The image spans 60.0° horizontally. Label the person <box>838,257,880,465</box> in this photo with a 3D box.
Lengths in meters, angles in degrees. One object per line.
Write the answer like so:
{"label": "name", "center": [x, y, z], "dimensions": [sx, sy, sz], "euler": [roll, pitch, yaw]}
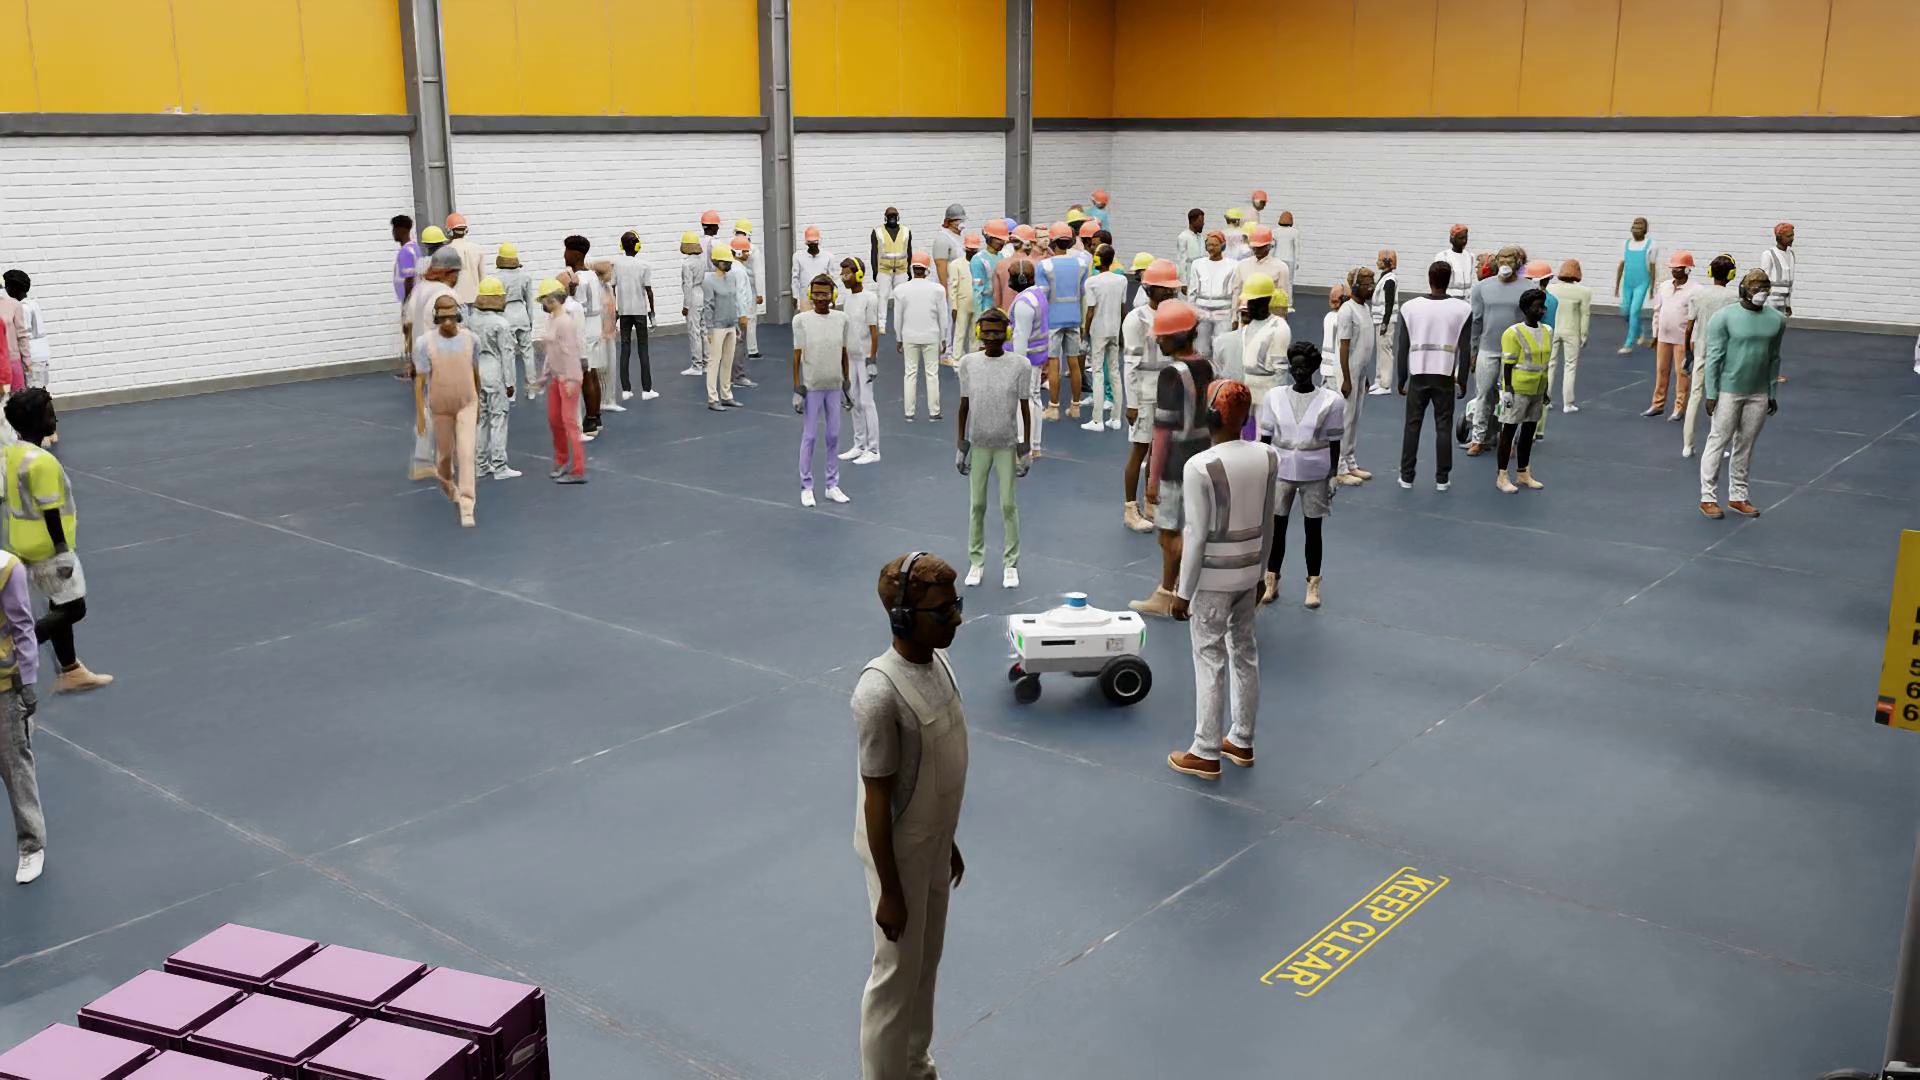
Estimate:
{"label": "person", "center": [-0.923, -1.616, 15.021], "dimensions": [0.344, 1.857, 0.525], "euler": [-11, 18, -37]}

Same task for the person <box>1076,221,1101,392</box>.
{"label": "person", "center": [1.470, -2.669, 19.044], "dimensions": [0.362, 1.939, 0.543], "euler": [1, 14, 2]}

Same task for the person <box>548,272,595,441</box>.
{"label": "person", "center": [-3.779, -1.759, 16.037], "dimensions": [0.521, 1.632, 0.314], "euler": [11, 18, 38]}

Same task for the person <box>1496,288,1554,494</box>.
{"label": "person", "center": [4.704, -1.240, 13.828], "dimensions": [0.536, 1.697, 0.318], "euler": [-8, 16, -28]}

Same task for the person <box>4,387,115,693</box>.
{"label": "person", "center": [-4.846, 0.038, 8.726], "dimensions": [0.542, 1.685, 0.546], "euler": [-12, 18, -40]}

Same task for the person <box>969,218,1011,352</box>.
{"label": "person", "center": [0.363, -2.417, 17.844], "dimensions": [0.382, 2.037, 0.606], "euler": [9, 17, 32]}

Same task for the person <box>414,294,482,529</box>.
{"label": "person", "center": [-3.960, -1.036, 12.873], "dimensions": [0.529, 1.788, 0.948], "euler": [-6, 15, -22]}

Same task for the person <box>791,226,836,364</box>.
{"label": "person", "center": [-1.864, -3.125, 21.244], "dimensions": [0.573, 1.749, 0.343], "euler": [-2, 14, -6]}

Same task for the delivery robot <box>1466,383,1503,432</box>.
{"label": "delivery robot", "center": [5.157, -1.278, 16.103], "dimensions": [0.477, 0.478, 0.707], "euler": [9, 16, 31]}

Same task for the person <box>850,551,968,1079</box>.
{"label": "person", "center": [-0.123, 0.930, 4.854], "dimensions": [0.346, 1.846, 0.506], "euler": [5, 15, 18]}

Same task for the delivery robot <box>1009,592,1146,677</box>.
{"label": "delivery robot", "center": [0.622, 0.524, 8.902], "dimensions": [0.707, 0.478, 0.477], "euler": [-1, 14, -5]}

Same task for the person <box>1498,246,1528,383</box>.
{"label": "person", "center": [6.486, -2.623, 19.499], "dimensions": [0.453, 1.619, 0.545], "euler": [-13, 19, -41]}

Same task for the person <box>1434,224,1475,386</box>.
{"label": "person", "center": [5.746, -2.721, 19.366], "dimensions": [0.587, 1.882, 0.342], "euler": [-7, 16, -27]}

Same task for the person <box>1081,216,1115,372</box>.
{"label": "person", "center": [1.634, -3.036, 20.579], "dimensions": [0.403, 1.906, 0.651], "euler": [-6, 15, -23]}

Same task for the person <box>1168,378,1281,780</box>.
{"label": "person", "center": [1.224, 0.183, 7.761], "dimensions": [0.583, 1.882, 0.350], "euler": [-11, 18, -37]}

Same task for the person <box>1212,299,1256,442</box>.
{"label": "person", "center": [2.232, -1.052, 12.997], "dimensions": [0.570, 1.737, 0.353], "euler": [8, 16, 29]}

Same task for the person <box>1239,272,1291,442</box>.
{"label": "person", "center": [2.293, -1.102, 12.835], "dimensions": [0.399, 1.917, 0.593], "euler": [-6, 15, -23]}

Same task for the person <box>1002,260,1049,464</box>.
{"label": "person", "center": [0.577, -1.604, 15.011], "dimensions": [0.429, 1.837, 0.624], "euler": [4, 15, 15]}

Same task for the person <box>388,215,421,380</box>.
{"label": "person", "center": [-6.648, -2.906, 19.965], "dimensions": [0.443, 1.956, 0.668], "euler": [-2, 14, -7]}

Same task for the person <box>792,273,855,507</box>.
{"label": "person", "center": [-1.094, -1.205, 13.349], "dimensions": [0.523, 1.863, 0.317], "euler": [-7, 16, -27]}

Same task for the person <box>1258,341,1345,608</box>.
{"label": "person", "center": [2.139, -0.412, 10.519], "dimensions": [0.541, 1.696, 0.315], "euler": [5, 15, 20]}

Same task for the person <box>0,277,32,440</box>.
{"label": "person", "center": [-8.855, -1.651, 15.343], "dimensions": [0.525, 1.760, 0.341], "euler": [-11, 18, -38]}

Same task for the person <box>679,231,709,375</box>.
{"label": "person", "center": [-3.274, -2.899, 20.364], "dimensions": [0.295, 1.744, 0.489], "euler": [4, 15, 15]}

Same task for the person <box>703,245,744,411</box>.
{"label": "person", "center": [-2.526, -2.271, 17.811], "dimensions": [0.323, 1.765, 0.534], "euler": [8, 16, 29]}

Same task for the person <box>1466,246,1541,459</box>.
{"label": "person", "center": [4.958, -1.715, 15.236], "dimensions": [0.636, 1.939, 0.364], "euler": [6, 15, 22]}

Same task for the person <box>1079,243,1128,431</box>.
{"label": "person", "center": [1.424, -2.016, 16.586], "dimensions": [0.520, 1.868, 0.328], "euler": [-8, 16, -28]}

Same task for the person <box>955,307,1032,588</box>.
{"label": "person", "center": [0.222, -0.606, 10.962], "dimensions": [0.512, 1.863, 0.327], "euler": [3, 14, 11]}

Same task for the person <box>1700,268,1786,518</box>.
{"label": "person", "center": [6.068, -1.134, 12.911], "dimensions": [0.631, 1.940, 0.372], "euler": [-2, 14, -10]}

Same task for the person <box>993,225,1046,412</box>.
{"label": "person", "center": [0.646, -2.307, 17.504], "dimensions": [0.608, 1.987, 0.391], "euler": [9, 17, 33]}

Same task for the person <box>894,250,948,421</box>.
{"label": "person", "center": [-0.398, -2.091, 17.112], "dimensions": [0.563, 1.752, 0.327], "euler": [1, 14, 5]}

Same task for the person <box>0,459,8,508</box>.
{"label": "person", "center": [-7.870, -1.143, 13.166], "dimensions": [0.600, 1.828, 0.404], "euler": [12, 18, 39]}

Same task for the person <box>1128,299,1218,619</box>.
{"label": "person", "center": [1.388, -0.433, 9.974], "dimensions": [0.822, 2.016, 0.606], "euler": [9, 16, 31]}

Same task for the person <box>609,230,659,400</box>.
{"label": "person", "center": [-3.634, -2.491, 18.480], "dimensions": [0.534, 1.868, 0.309], "euler": [2, 14, 6]}

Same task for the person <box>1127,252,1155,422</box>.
{"label": "person", "center": [1.860, -2.015, 16.802], "dimensions": [0.334, 1.760, 0.527], "euler": [-2, 14, -9]}

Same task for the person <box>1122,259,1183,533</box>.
{"label": "person", "center": [1.481, -1.082, 12.494], "dimensions": [0.390, 2.040, 0.614], "euler": [14, 19, 43]}

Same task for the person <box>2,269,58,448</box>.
{"label": "person", "center": [-8.779, -1.709, 15.723], "dimensions": [0.320, 1.686, 0.539], "euler": [-4, 15, -17]}
